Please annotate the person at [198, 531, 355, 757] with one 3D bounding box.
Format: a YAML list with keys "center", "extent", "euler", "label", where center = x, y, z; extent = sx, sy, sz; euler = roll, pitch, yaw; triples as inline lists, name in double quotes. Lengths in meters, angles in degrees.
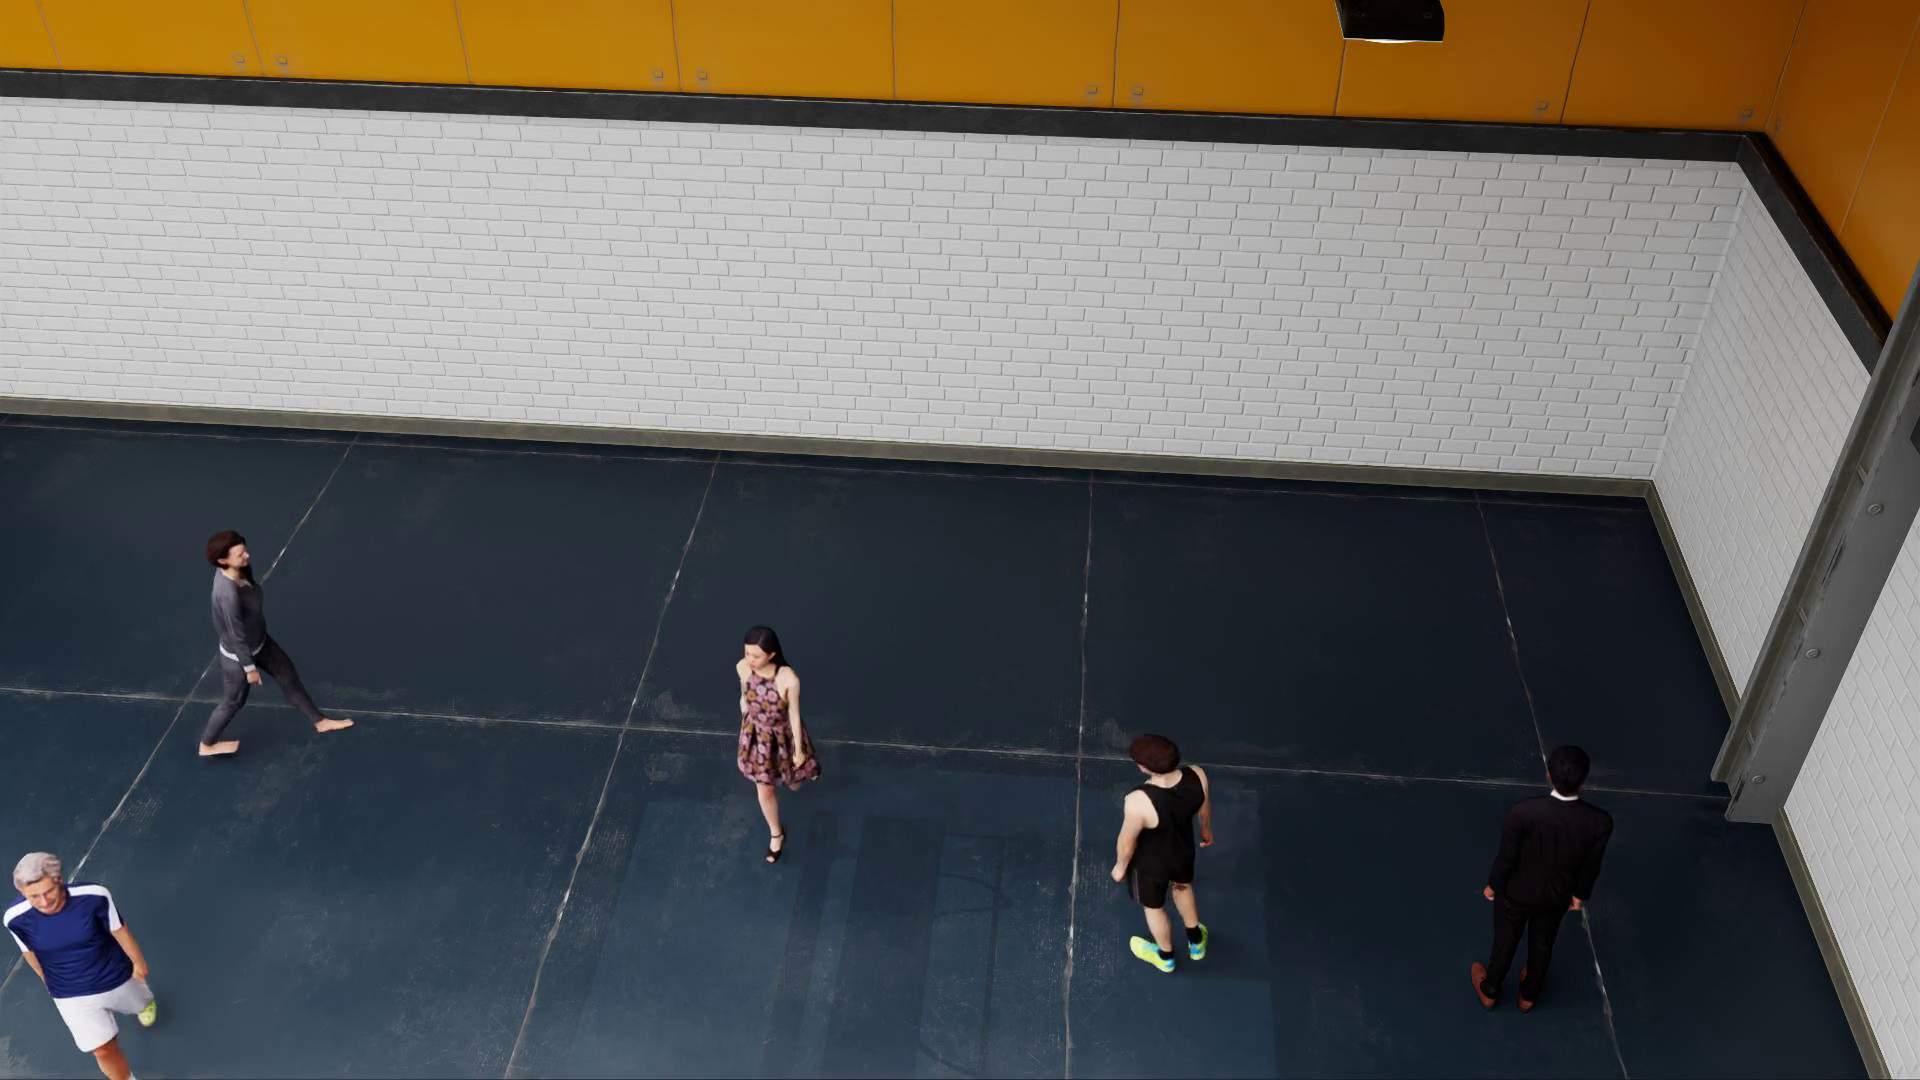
- center: [-4.520, 0.692, 10.299]
  extent: [0.936, 1.713, 1.193]
  euler: [-10, 40, -12]
  label: "person"

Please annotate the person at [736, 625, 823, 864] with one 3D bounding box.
- center: [-1.035, 1.125, 9.720]
  extent: [0.777, 1.758, 0.996]
  euler: [13, 41, 16]
  label: "person"

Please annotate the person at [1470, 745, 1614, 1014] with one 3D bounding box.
- center: [3.039, 1.819, 8.756]
  extent: [0.690, 1.878, 0.538]
  euler: [4, 39, 5]
  label: "person"

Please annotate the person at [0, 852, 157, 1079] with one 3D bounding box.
- center: [-4.387, 2.142, 8.406]
  extent: [1.009, 1.809, 1.231]
  euler: [-17, 42, -20]
  label: "person"

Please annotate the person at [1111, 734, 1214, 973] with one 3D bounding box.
- center: [1.108, 1.679, 8.952]
  extent: [0.900, 1.852, 0.907]
  euler: [-13, 40, -16]
  label: "person"
